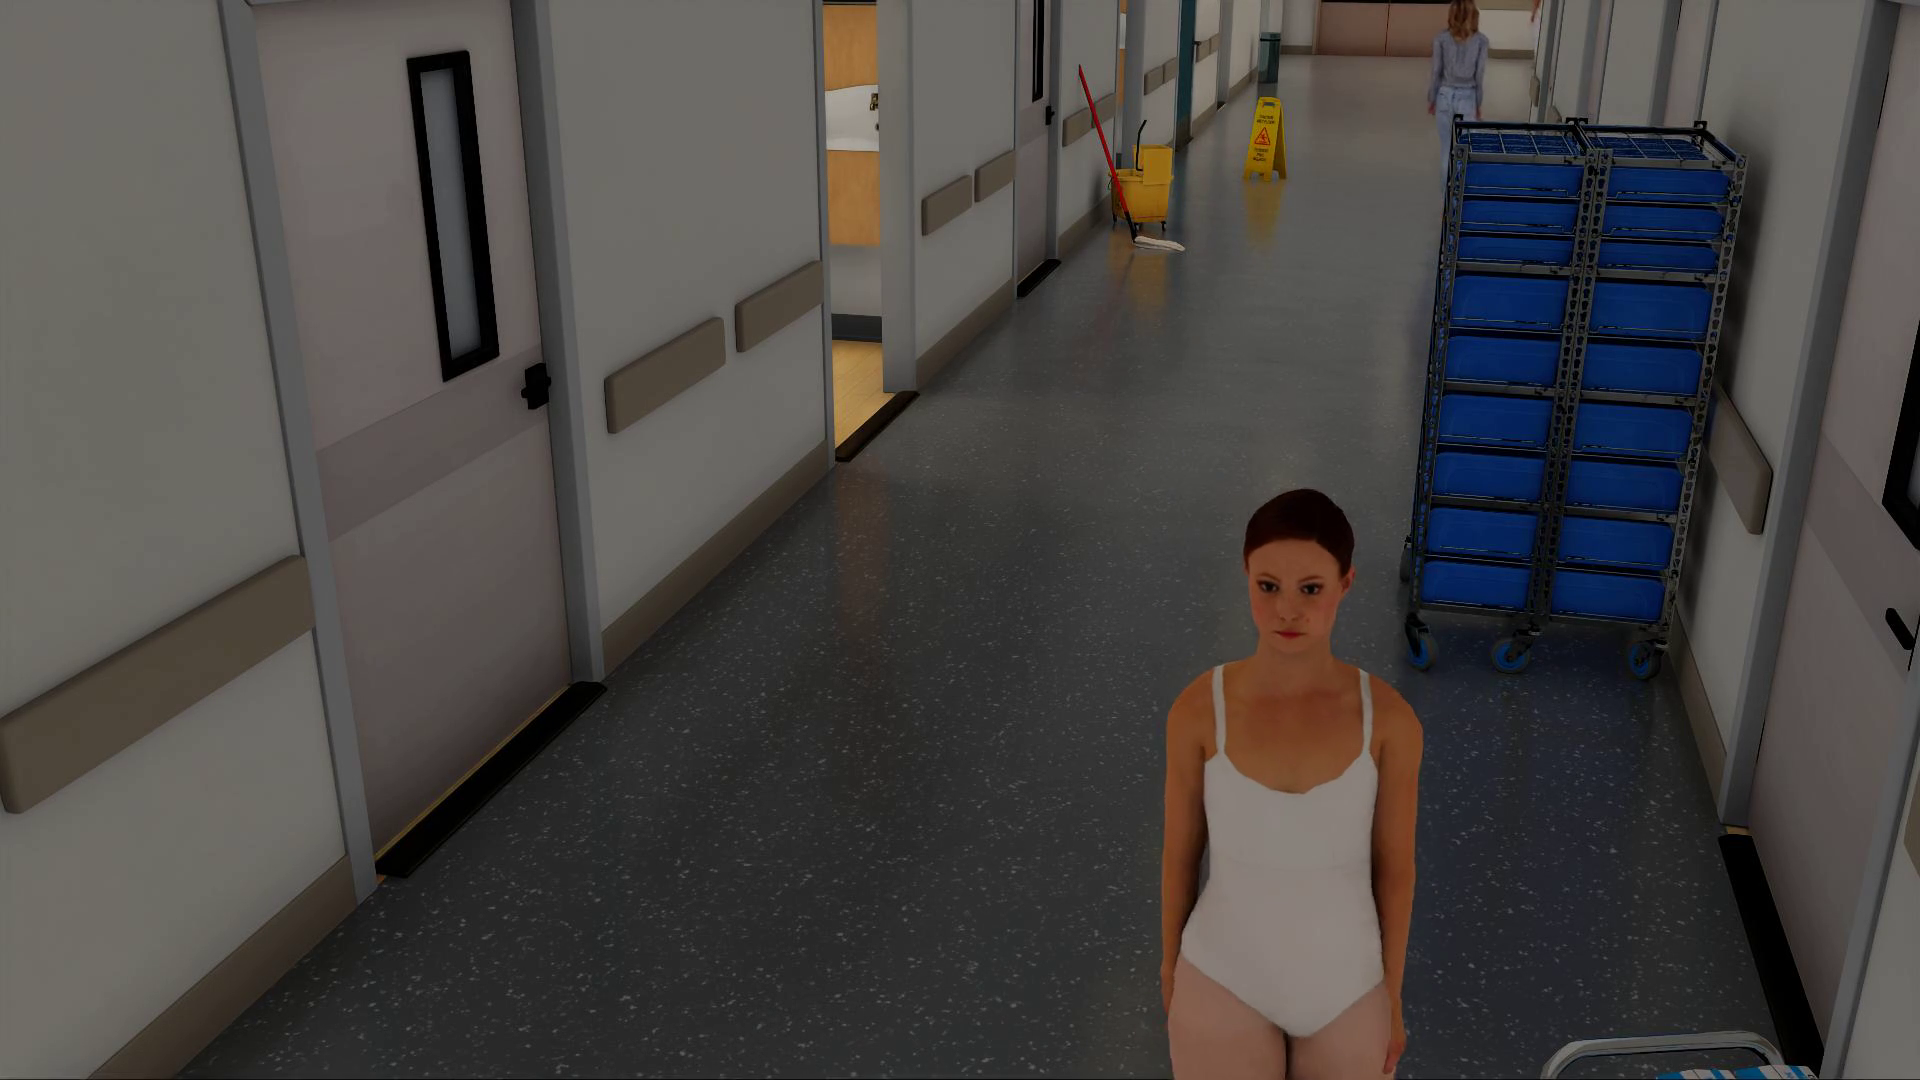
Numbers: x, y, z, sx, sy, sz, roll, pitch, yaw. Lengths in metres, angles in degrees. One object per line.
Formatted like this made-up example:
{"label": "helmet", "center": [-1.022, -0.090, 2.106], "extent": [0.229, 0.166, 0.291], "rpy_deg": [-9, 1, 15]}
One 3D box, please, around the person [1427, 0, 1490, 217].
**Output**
{"label": "person", "center": [4.086, -3.566, 13.717], "extent": [0.637, 1.781, 0.638], "rpy_deg": [8, 22, 20]}

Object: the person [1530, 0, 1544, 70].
{"label": "person", "center": [9.408, -8.415, 26.755], "extent": [0.764, 1.614, 0.862], "rpy_deg": [1, 21, 3]}

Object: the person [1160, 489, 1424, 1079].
{"label": "person", "center": [0.527, 0.687, 2.706], "extent": [0.617, 1.626, 0.921], "rpy_deg": [3, 21, 8]}
